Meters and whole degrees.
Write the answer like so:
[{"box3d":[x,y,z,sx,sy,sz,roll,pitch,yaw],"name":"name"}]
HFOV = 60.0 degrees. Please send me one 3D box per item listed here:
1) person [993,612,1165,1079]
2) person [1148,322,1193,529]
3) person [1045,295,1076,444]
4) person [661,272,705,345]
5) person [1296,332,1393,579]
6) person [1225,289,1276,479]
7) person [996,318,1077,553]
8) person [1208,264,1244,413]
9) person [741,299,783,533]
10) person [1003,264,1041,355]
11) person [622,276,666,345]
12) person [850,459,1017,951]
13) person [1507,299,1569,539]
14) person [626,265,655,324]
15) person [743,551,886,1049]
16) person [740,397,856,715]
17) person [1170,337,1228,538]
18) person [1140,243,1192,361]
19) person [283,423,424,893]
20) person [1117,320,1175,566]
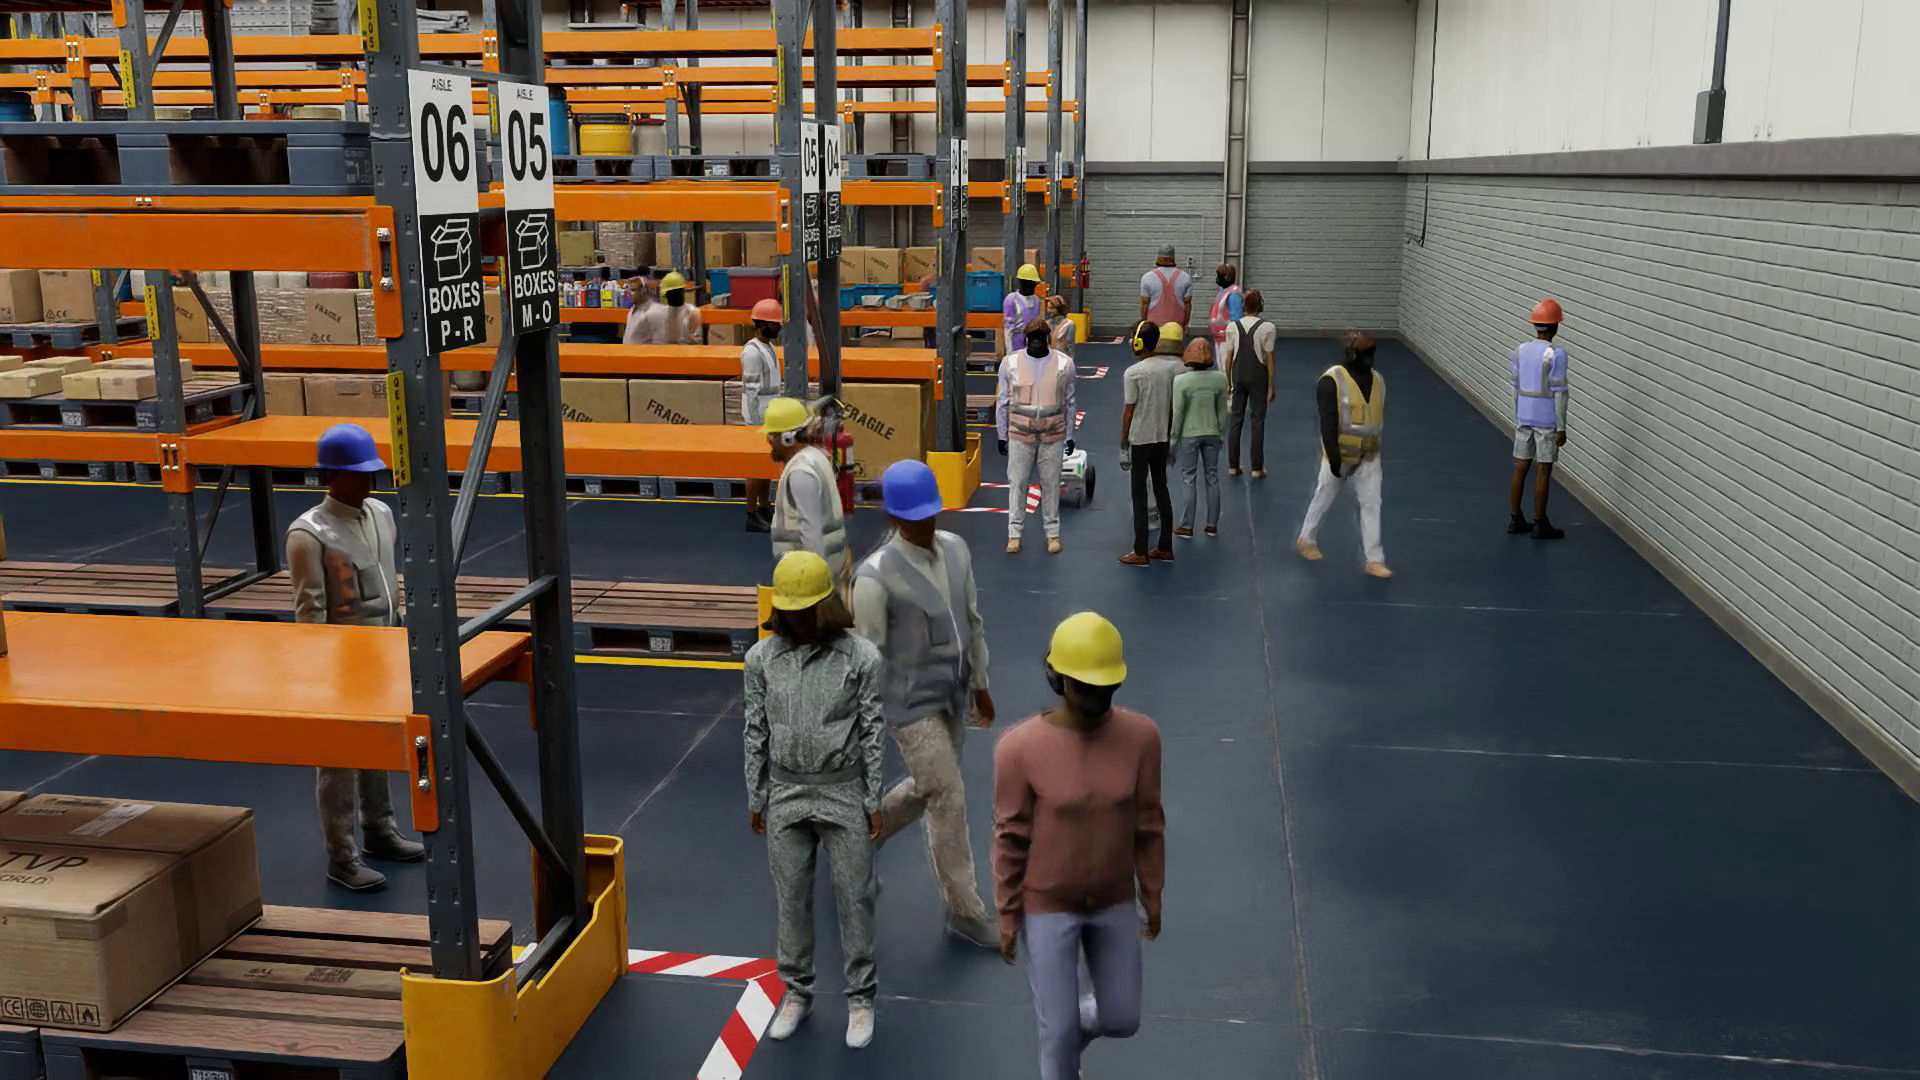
[{"box3d":[0.331,1.037,4.860,0.531,1.750,0.576,-4,13,-17],"name":"person"},{"box3d":[1.773,-0.970,13.985,0.495,1.714,0.727,9,15,35],"name":"person"},{"box3d":[1.076,-1.851,18.169,0.313,1.630,0.524,-10,16,-38],"name":"person"},{"box3d":[-2.949,-1.867,17.566,0.605,1.924,0.373,9,16,36],"name":"person"},{"box3d":[2.891,-0.664,12.453,0.607,1.806,0.959,-5,14,-22],"name":"person"},{"box3d":[2.821,-1.515,16.181,0.503,1.839,0.348,7,14,29],"name":"person"},{"box3d":[0.595,-0.812,12.991,0.633,1.843,0.429,0,12,-1],"name":"person"},{"box3d":[3.282,-2.486,20.554,0.429,1.839,0.633,-1,13,-5],"name":"person"},{"box3d":[-1.600,-1.024,13.758,0.387,1.929,0.543,3,13,12],"name":"person"},{"box3d":[0.741,-2.203,19.105,0.395,1.918,0.593,12,17,43],"name":"person"},{"box3d":[-3.417,-1.814,17.438,0.785,1.874,0.663,-7,14,-28],"name":"person"},{"box3d":[-0.163,0.605,6.465,0.877,1.901,0.617,8,15,33],"name":"person"},{"box3d":[4.716,-0.978,13.513,0.347,1.942,0.545,-7,14,-27],"name":"person"},{"box3d":[-4.362,-2.931,22.909,0.535,1.686,0.334,1,13,6],"name":"person"},{"box3d":[-0.496,0.876,5.631,0.490,1.731,0.321,2,13,8],"name":"person"},{"box3d":[-0.734,0.105,9.011,0.871,1.783,0.609,1,13,4],"name":"person"},{"box3d":[1.934,-0.830,13.543,0.498,1.634,0.279,-4,13,-18],"name":"person"},{"box3d":[2.682,-2.880,21.874,0.688,2.000,0.536,-1,13,-5],"name":"person"},{"box3d":[-2.505,0.476,6.932,0.396,1.946,0.617,3,13,15],"name":"person"},{"box3d":[1.414,-0.730,12.589,0.510,1.862,0.326,-9,15,-36],"name":"person"}]
